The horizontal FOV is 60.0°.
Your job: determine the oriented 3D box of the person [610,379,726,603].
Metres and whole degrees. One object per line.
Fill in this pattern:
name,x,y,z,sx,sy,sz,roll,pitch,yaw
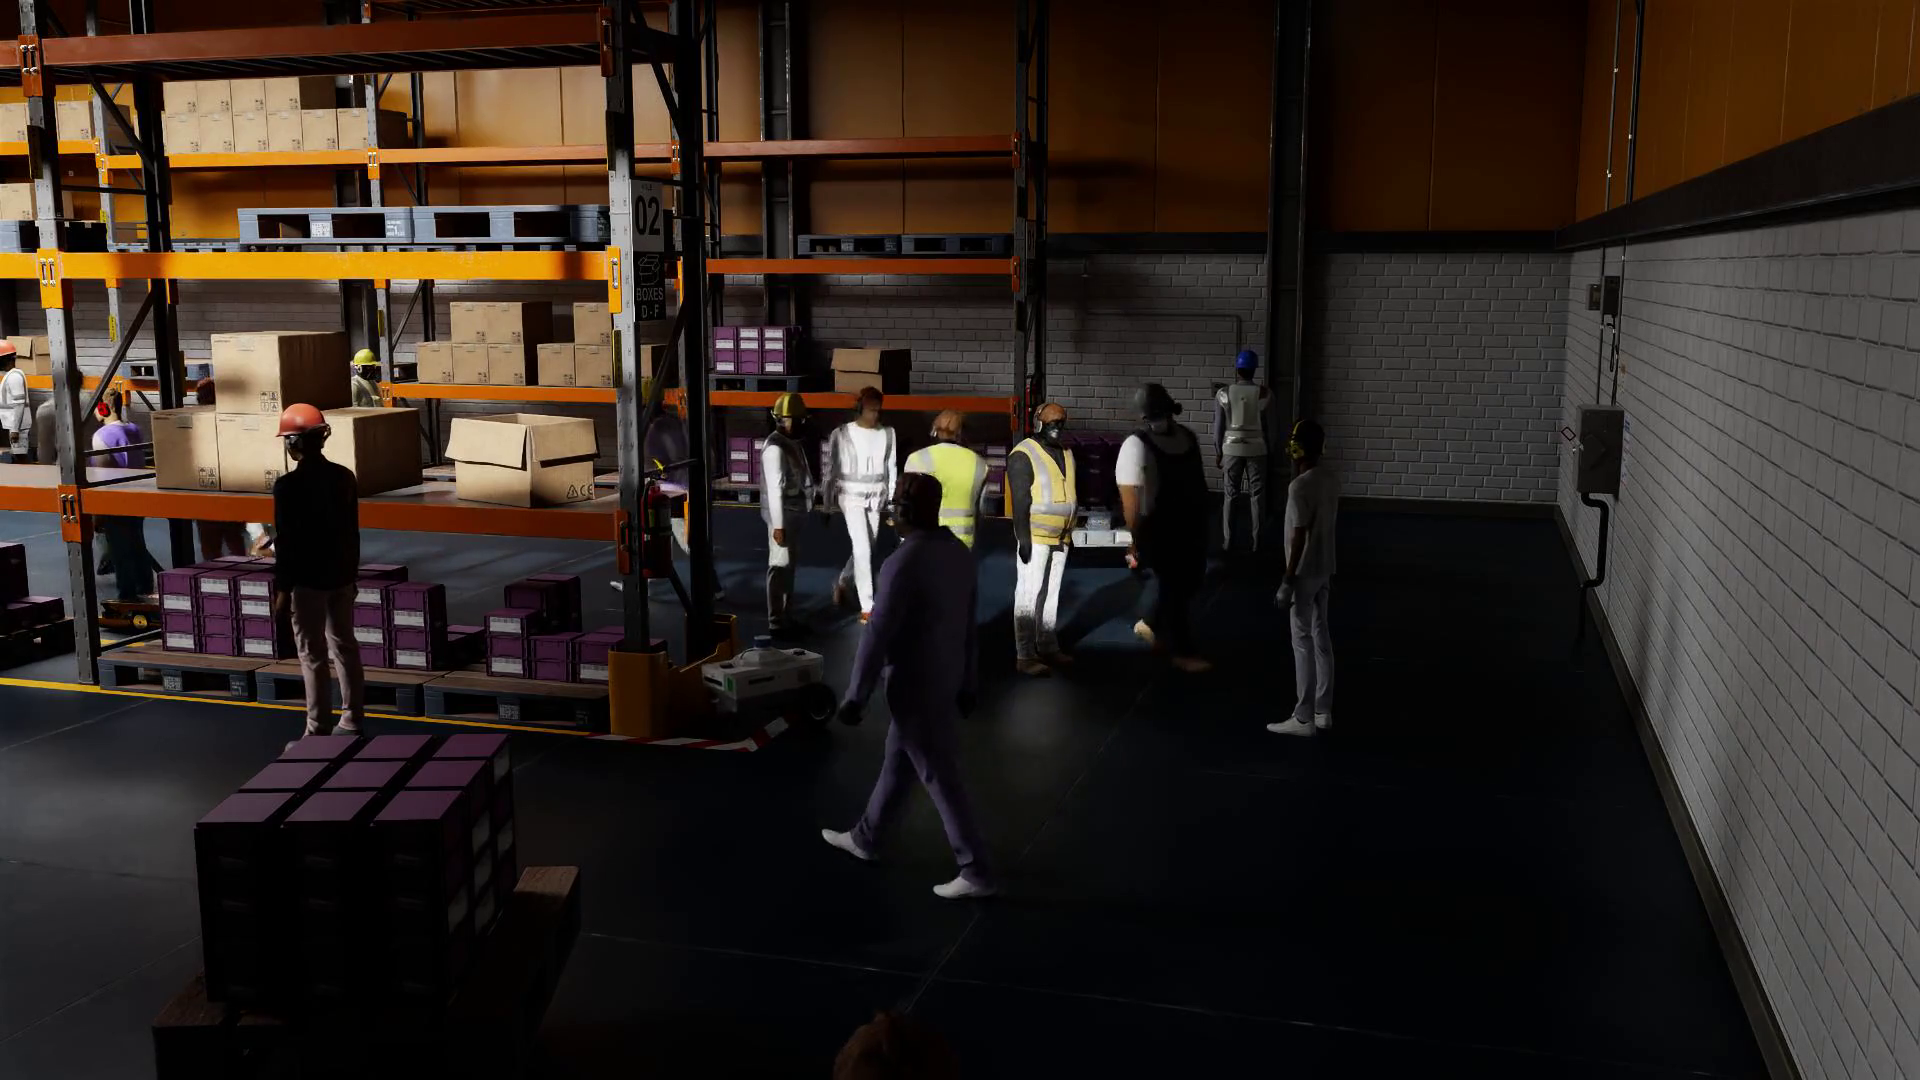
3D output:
person,-2.374,-0.381,13.469,1.002,1.850,0.654,2,9,9

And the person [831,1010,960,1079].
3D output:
person,-0.102,1.512,2.595,0.516,1.632,0.296,-1,9,-7

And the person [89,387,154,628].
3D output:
person,-6.397,-0.251,12.720,0.380,1.836,0.561,0,9,1

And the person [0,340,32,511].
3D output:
person,-10.705,-1.295,18.804,0.373,1.928,0.543,-6,11,-30

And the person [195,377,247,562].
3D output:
person,-5.916,-0.363,13.311,0.475,1.864,0.693,9,13,43

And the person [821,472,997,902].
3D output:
person,-0.221,0.628,7.305,0.999,1.855,0.640,4,10,25

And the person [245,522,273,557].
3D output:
person,-6.643,-0.760,15.553,0.442,1.921,0.649,6,11,31

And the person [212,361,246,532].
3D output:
person,-7.552,-0.975,17.143,0.339,1.840,0.512,0,9,1

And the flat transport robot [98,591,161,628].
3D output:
flat transport robot,-5.764,0.534,12.692,1.431,0.197,0.652,2,10,15

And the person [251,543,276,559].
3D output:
person,-6.093,-0.678,15.245,0.841,1.853,0.583,-5,11,-30

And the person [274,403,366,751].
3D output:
person,-3.627,0.224,9.370,0.401,1.986,0.613,3,10,18

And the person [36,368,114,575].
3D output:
person,-7.646,-0.580,14.486,0.686,1.913,0.469,-9,13,-43

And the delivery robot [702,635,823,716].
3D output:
delivery robot,-1.167,0.811,9.856,0.707,0.478,0.477,-8,12,-40

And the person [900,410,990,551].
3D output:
person,-0.174,0.041,11.055,0.660,1.803,0.784,-4,10,-25

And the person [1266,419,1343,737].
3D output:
person,2.026,0.222,9.752,0.327,1.865,0.519,8,12,41

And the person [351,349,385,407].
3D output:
person,-6.615,-1.215,18.601,0.404,1.830,0.602,1,9,3

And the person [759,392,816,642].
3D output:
person,-1.265,-0.175,12.270,0.403,1.828,0.594,1,9,7

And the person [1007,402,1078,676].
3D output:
person,0.584,-0.016,11.282,0.430,1.840,0.619,7,12,37

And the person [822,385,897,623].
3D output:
person,-0.805,-0.295,12.975,0.602,1.852,0.894,-7,11,-35

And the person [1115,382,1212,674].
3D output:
person,1.431,-0.120,11.293,0.698,2.000,0.650,-9,13,-42

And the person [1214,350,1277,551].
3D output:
person,2.757,-0.858,16.073,0.601,1.948,0.386,2,10,14
